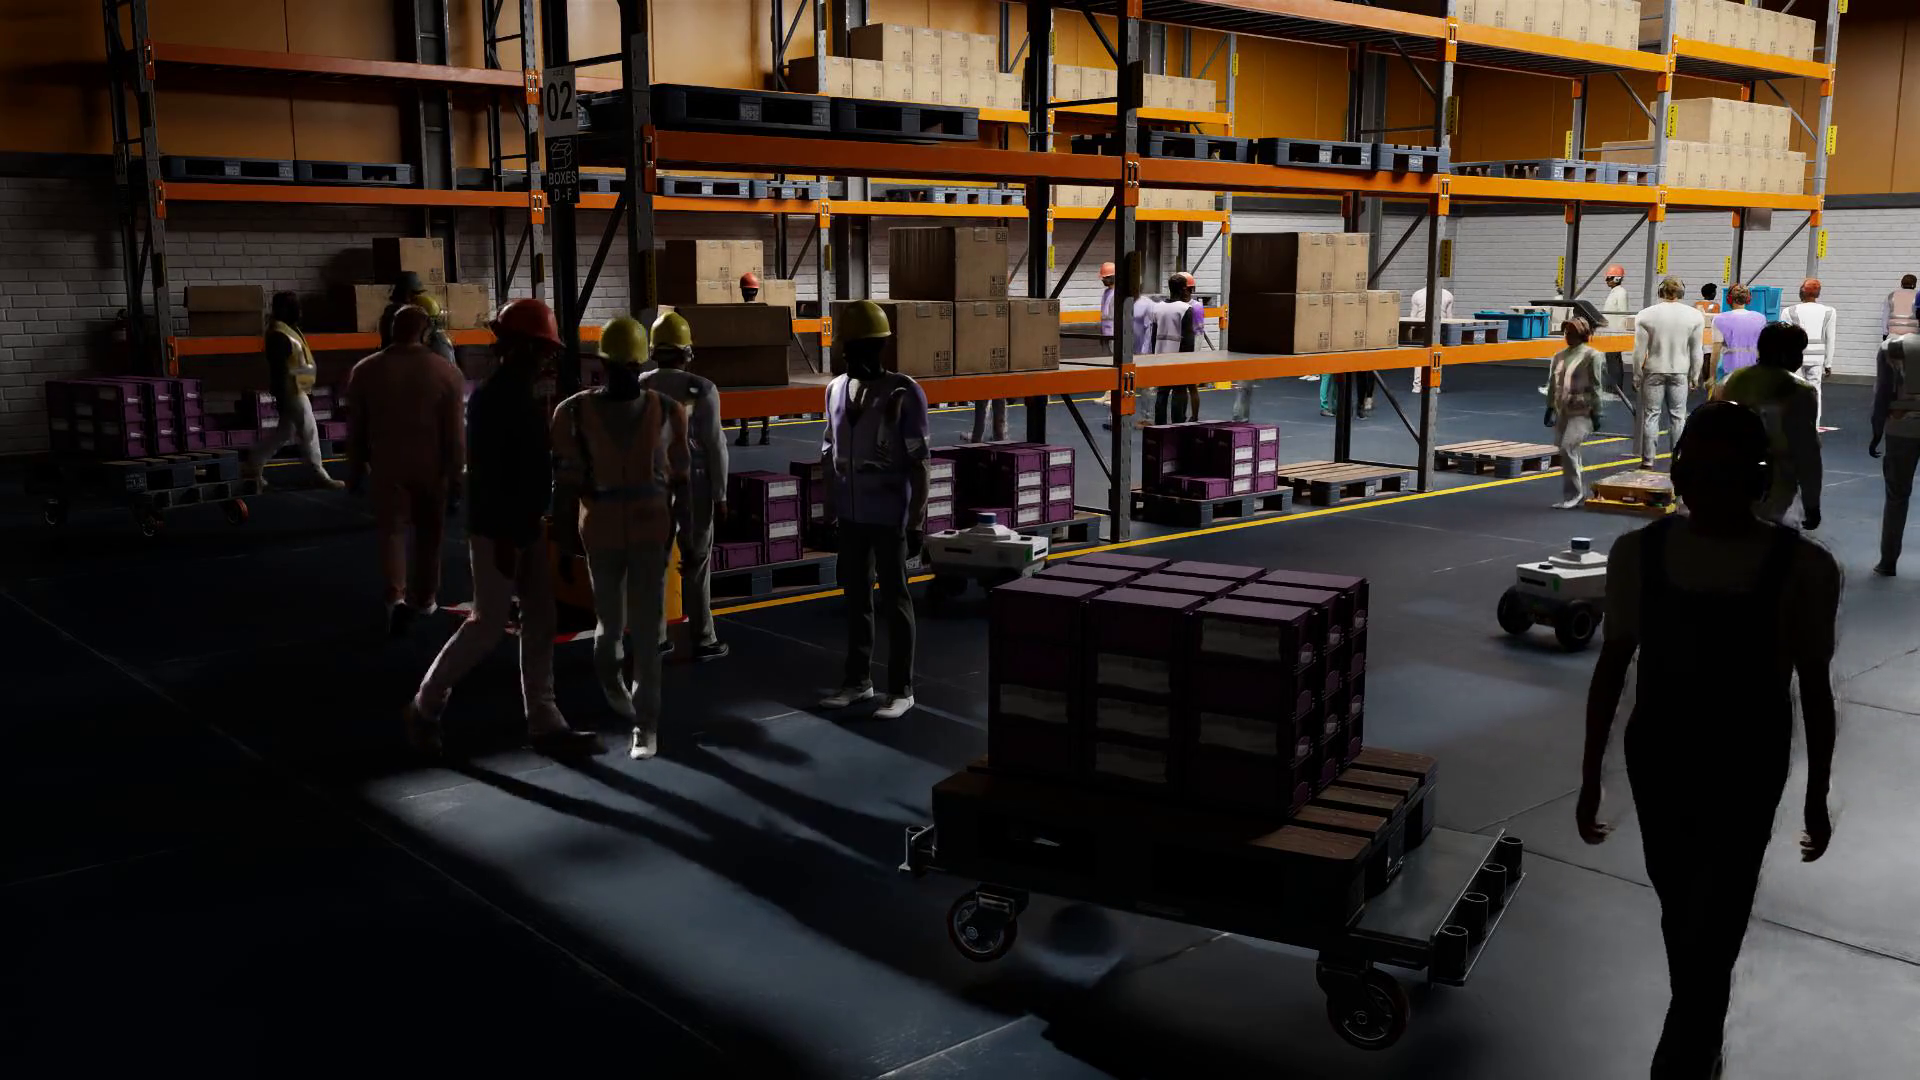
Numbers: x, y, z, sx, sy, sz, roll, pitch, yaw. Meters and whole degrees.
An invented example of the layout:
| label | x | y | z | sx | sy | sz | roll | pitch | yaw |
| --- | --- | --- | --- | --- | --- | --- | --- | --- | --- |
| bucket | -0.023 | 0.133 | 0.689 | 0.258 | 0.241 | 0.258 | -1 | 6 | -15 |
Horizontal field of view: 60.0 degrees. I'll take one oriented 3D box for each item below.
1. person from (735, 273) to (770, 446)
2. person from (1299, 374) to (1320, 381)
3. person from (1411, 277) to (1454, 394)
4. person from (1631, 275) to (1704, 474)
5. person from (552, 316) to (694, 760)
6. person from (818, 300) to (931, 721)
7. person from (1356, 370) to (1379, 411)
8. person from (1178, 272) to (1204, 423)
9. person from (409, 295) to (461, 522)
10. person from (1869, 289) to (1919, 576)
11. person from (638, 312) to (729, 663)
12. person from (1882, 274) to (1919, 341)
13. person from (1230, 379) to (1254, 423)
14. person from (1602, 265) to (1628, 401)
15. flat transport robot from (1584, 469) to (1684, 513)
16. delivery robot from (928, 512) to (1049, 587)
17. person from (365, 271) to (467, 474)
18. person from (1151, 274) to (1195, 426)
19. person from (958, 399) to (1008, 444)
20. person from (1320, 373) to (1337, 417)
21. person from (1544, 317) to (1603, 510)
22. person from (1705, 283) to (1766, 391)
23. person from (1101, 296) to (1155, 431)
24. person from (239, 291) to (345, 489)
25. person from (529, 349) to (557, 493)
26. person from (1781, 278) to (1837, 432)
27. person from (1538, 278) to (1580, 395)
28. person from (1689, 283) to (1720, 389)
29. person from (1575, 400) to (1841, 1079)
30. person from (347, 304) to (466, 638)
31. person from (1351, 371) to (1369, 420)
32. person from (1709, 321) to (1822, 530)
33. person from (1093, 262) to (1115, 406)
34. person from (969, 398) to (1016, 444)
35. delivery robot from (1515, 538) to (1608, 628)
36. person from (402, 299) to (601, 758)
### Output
| label | x | y | z | sx | sy | sz | roll | pitch | yaw |
| --- | --- | --- | --- | --- | --- | --- | --- | --- | --- |
| person | -2.350 | -2.018 | 18.657 | 0.552 | 1.936 | 0.359 | -4 | 11 | -24 |
| person | 6.016 | -3.536 | 28.419 | 0.310 | 1.638 | 0.523 | -2 | 10 | -10 |
| person | 7.288 | -3.203 | 25.734 | 0.651 | 1.895 | 0.400 | 2 | 10 | 11 |
| person | 6.862 | -1.593 | 16.167 | 0.635 | 1.937 | 0.353 | 3 | 10 | 15 |
| person | -1.470 | -0.045 | 7.301 | 0.603 | 1.889 | 0.840 | -2 | 10 | -10 |
| person | -0.415 | -0.131 | 7.642 | 0.593 | 1.925 | 0.384 | 7 | 12 | 36 |
| person | 5.676 | -2.653 | 23.145 | 0.530 | 1.670 | 0.798 | 3 | 10 | 15 |
| person | 2.698 | -2.240 | 19.964 | 0.376 | 1.934 | 0.547 | -4 | 11 | -24 |
| person | -4.371 | -1.053 | 13.385 | 0.677 | 1.811 | 0.606 | -5 | 11 | -26 |
| person | 6.358 | -0.717 | 11.004 | 0.603 | 1.949 | 0.397 | 5 | 11 | 26 |
| person | -1.480 | -0.270 | 8.716 | 0.600 | 1.835 | 0.404 | 3 | 10 | 15 |
| person | 14.985 | -3.290 | 26.389 | 0.634 | 1.839 | 0.429 | 9 | 13 | 43 |
| person | 3.363 | -2.024 | 19.406 | 0.326 | 1.705 | 0.646 | 0 | 10 | 1 |
| person | 9.619 | -3.047 | 24.516 | 0.399 | 1.992 | 0.630 | 1 | 10 | 6 |
| flat transport robot | 5.871 | -0.424 | 14.192 | 0.652 | 0.197 | 1.431 | 7 | 12 | 36 |
| delivery robot | 0.169 | 0.075 | 10.168 | 0.707 | 0.478 | 0.477 | 5 | 11 | 26 |
| person | -5.323 | -1.616 | 16.003 | 0.686 | 2.000 | 0.999 | 9 | 13 | 41 |
| person | 2.423 | -2.060 | 18.961 | 0.372 | 1.916 | 0.597 | -8 | 13 | -39 |
| person | 0.269 | -2.046 | 18.808 | 0.624 | 1.940 | 1.009 | 9 | 13 | 42 |
| person | 5.022 | -2.526 | 22.131 | 0.523 | 1.769 | 0.315 | -7 | 12 | -37 |
| person | 5.087 | -1.042 | 13.850 | 0.424 | 1.617 | 0.550 | -4 | 10 | -21 |
| person | 7.951 | -1.701 | 17.063 | 0.563 | 1.847 | 0.394 | -1 | 10 | -5 |
| person | 2.058 | -2.252 | 20.158 | 0.631 | 1.892 | 0.960 | 7 | 12 | 35 |
| person | -6.134 | -1.352 | 15.117 | 0.870 | 1.818 | 0.618 | -3 | 10 | -15 |
| person | -3.752 | -1.231 | 14.986 | 0.496 | 1.623 | 0.313 | 8 | 13 | 40 |
| person | 9.406 | -1.967 | 18.522 | 0.584 | 1.881 | 0.349 | 2 | 10 | 10 |
| person | 9.074 | -3.060 | 25.076 | 0.586 | 1.818 | 0.895 | -3 | 10 | -16 |
| person | 11.912 | -3.257 | 26.615 | 0.321 | 1.695 | 0.536 | -4 | 11 | -25 |
| person | 1.716 | 0.576 | 3.894 | 0.527 | 1.785 | 1.001 | 8 | 13 | 41 |
| person | -3.142 | -0.408 | 9.490 | 0.658 | 1.865 | 0.954 | -3 | 10 | -18 |
| person | 5.084 | -2.497 | 21.496 | 0.598 | 1.926 | 0.633 | 1 | 10 | 5 |
| person | 4.187 | -0.255 | 8.785 | 0.969 | 1.793 | 0.634 | -3 | 10 | -16 |
| person | 2.137 | -2.917 | 23.642 | 0.392 | 2.033 | 0.605 | -4 | 10 | -21 |
| person | 0.286 | -1.451 | 15.520 | 0.531 | 1.875 | 0.316 | 5 | 11 | 26 |
| delivery robot | 3.445 | 0.230 | 9.261 | 0.707 | 0.478 | 0.477 | -5 | 11 | -27 |
| person | -2.006 | -0.036 | 7.070 | 0.823 | 1.953 | 0.684 | 1 | 10 | 5 |
